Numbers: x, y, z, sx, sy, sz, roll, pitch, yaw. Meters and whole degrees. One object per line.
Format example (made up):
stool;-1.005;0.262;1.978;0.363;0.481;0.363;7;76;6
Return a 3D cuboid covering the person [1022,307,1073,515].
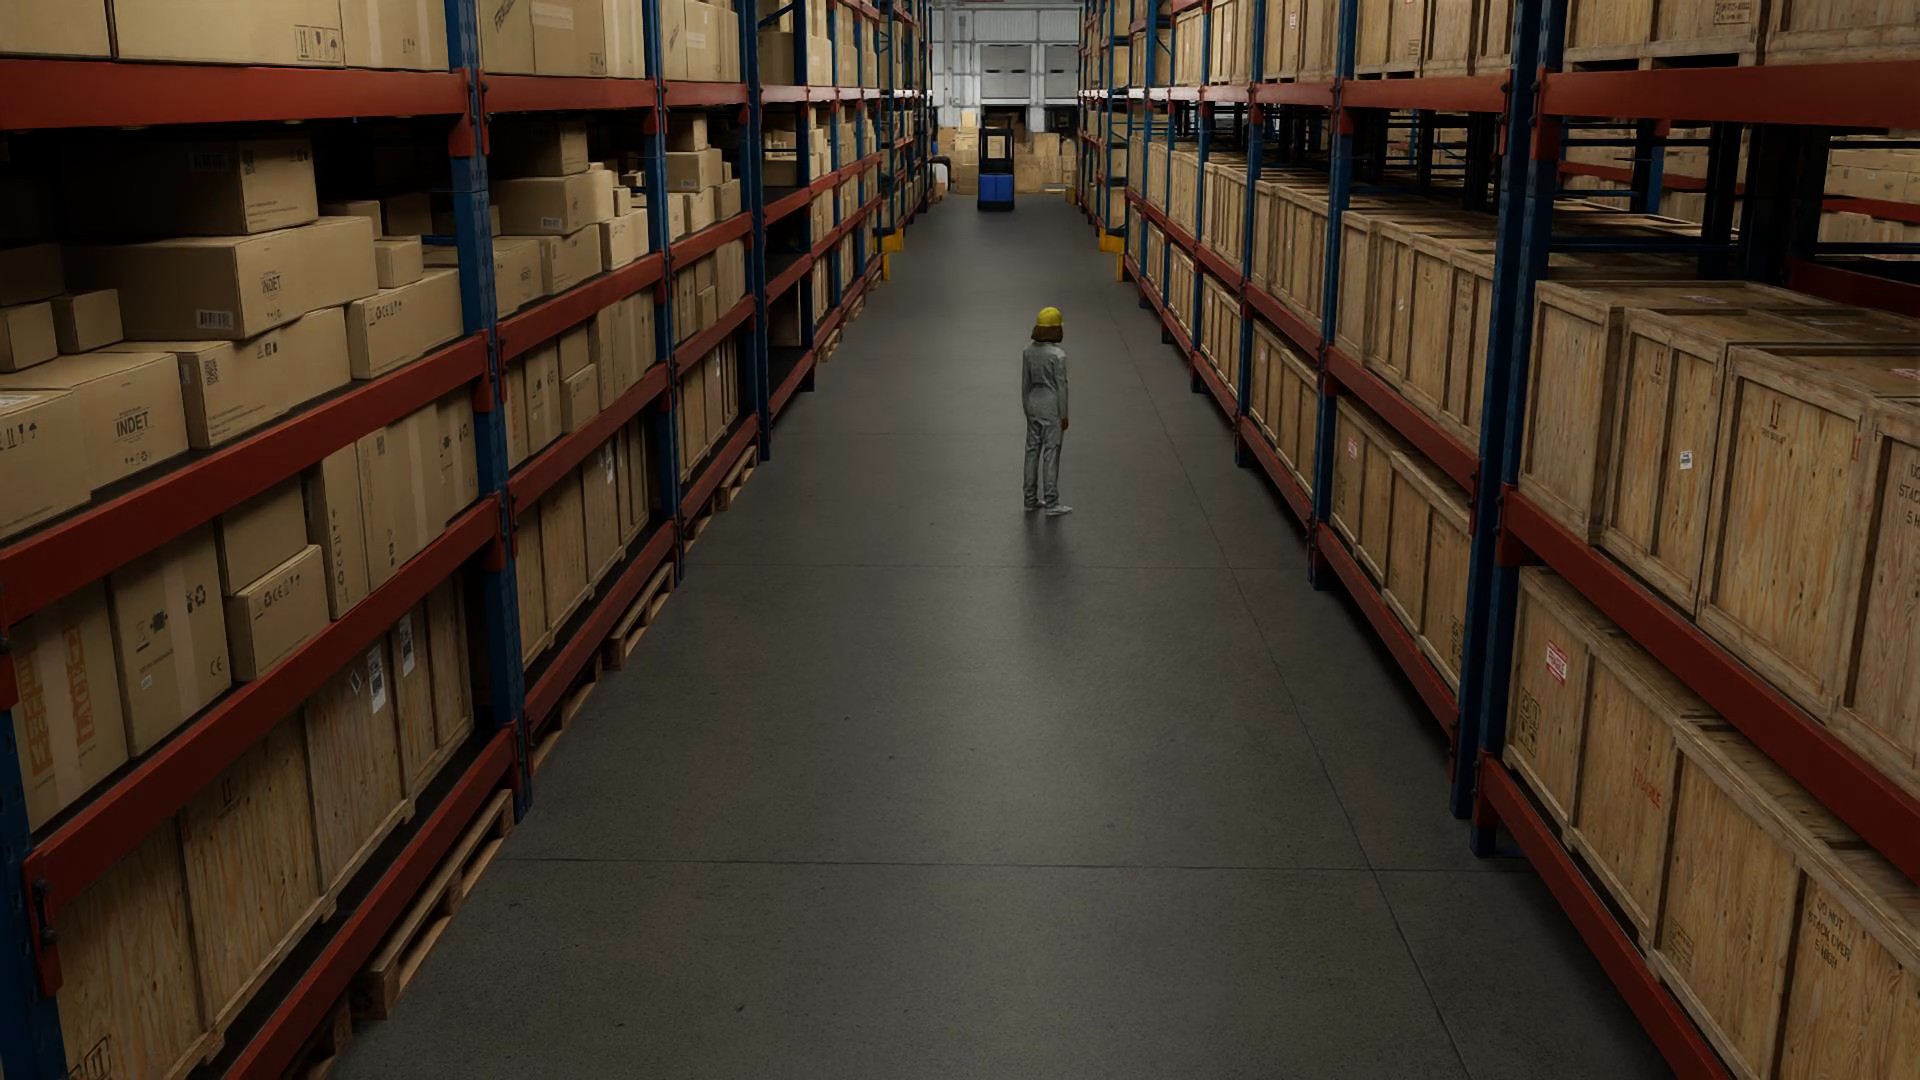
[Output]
person;0.738;-1.085;13.986;0.311;1.741;0.494;-13;20;-41

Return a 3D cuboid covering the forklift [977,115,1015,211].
forklift;1.094;-11.409;50.239;1.129;2.768;1.873;0;15;2

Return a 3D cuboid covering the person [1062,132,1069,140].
person;4.535;-16.074;69.484;0.987;1.899;0.644;-2;15;-9

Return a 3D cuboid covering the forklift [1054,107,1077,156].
forklift;4.875;-18.867;77.989;1.129;2.768;1.873;-7;17;-24

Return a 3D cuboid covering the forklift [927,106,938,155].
forklift;-1.526;-20.314;83.372;1.129;2.768;1.873;-14;20;-41

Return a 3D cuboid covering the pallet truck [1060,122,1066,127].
pallet truck;5.788;-21.111;88.014;1.885;1.965;0.823;5;16;18

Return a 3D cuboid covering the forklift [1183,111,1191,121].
forklift;8.219;-14.826;62.956;1.129;2.768;1.873;0;15;1
